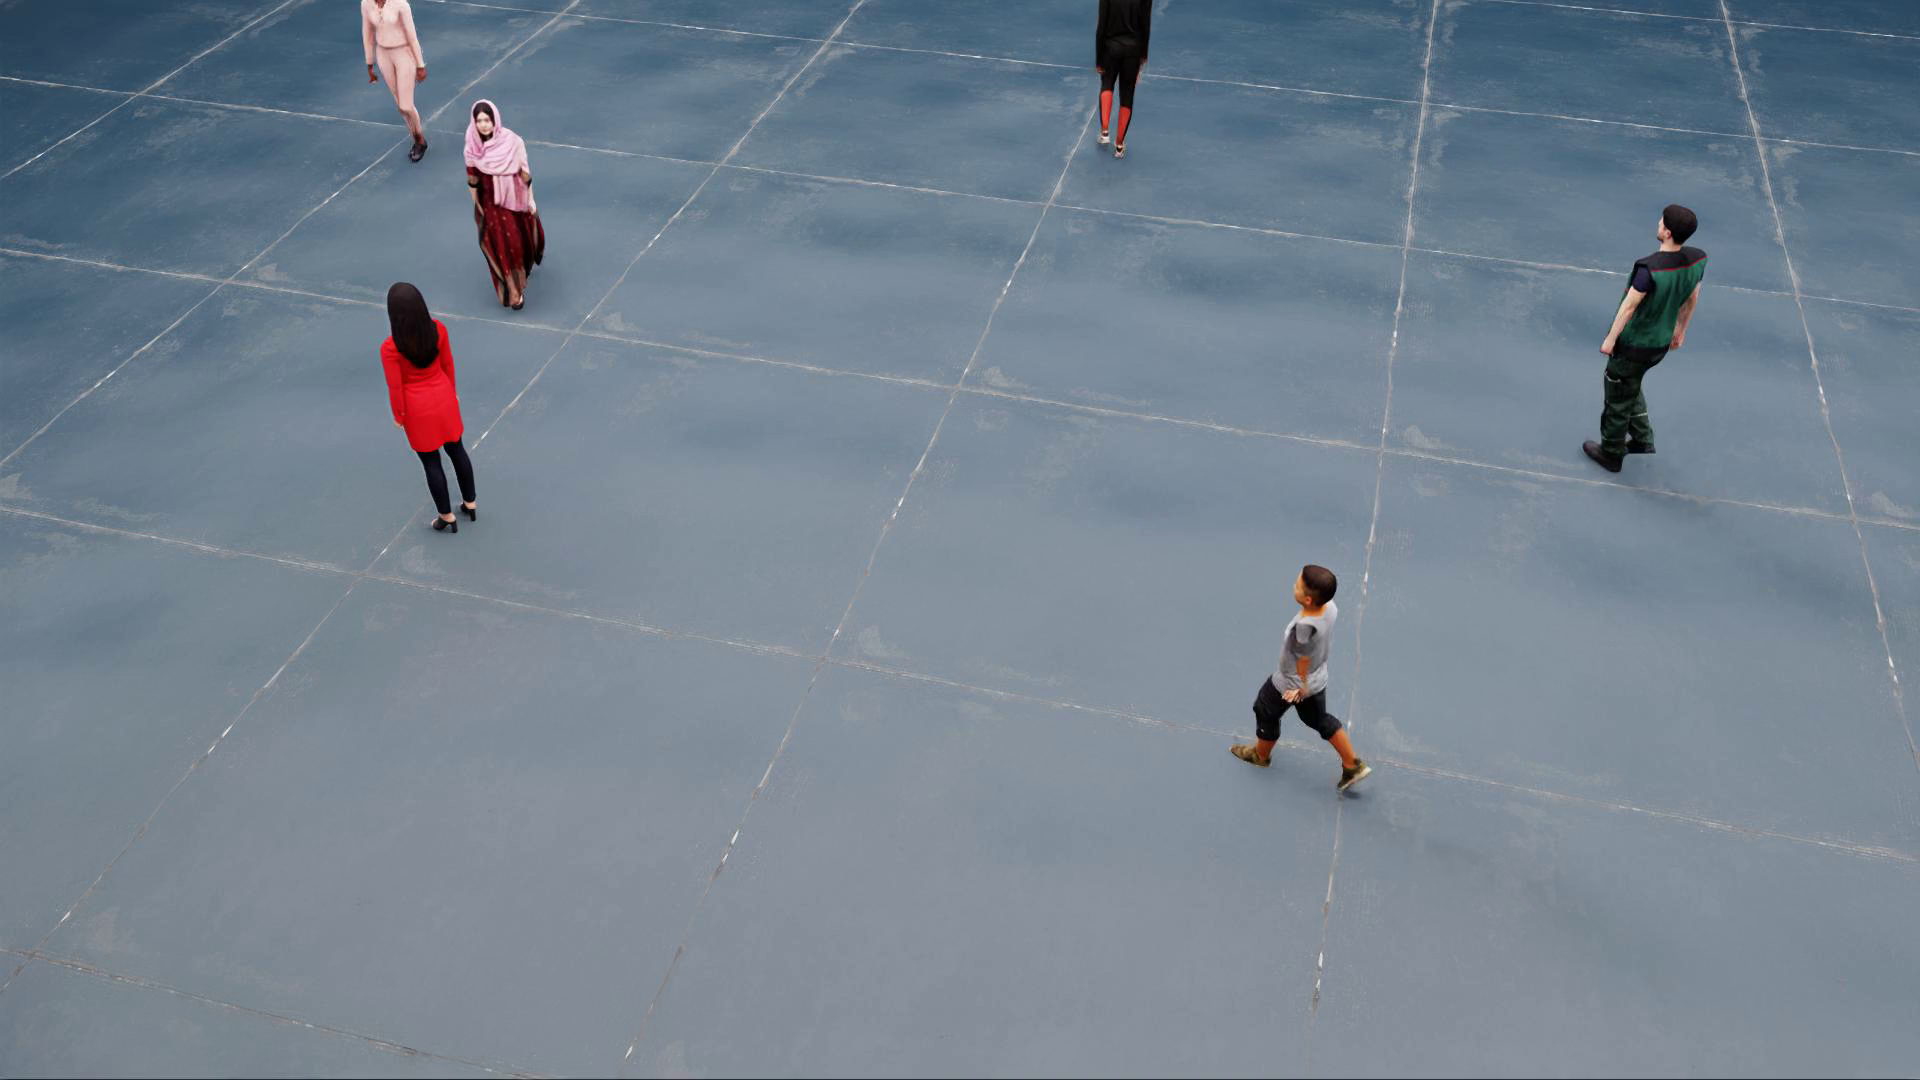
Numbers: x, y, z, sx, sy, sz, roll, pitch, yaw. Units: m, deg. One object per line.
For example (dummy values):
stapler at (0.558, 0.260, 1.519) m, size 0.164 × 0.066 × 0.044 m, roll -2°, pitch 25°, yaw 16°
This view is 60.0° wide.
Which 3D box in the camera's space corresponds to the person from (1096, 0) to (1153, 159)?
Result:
person at (1.410, -4.197, 14.466) m, size 0.666 × 1.793 × 0.701 m, roll 4°, pitch 38°, yaw 5°

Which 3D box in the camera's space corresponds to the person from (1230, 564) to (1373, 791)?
person at (1.818, 0.677, 8.527) m, size 0.873 × 1.434 × 0.996 m, roll 26°, pitch 45°, yaw 29°

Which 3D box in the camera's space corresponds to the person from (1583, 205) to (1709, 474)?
person at (4.404, -1.226, 10.591) m, size 0.847 × 1.888 × 0.911 m, roll -21°, pitch 43°, yaw -25°

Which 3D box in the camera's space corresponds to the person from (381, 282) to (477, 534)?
person at (-3.238, -0.801, 10.162) m, size 0.775 × 1.748 × 0.682 m, roll 28°, pitch 46°, yaw 31°

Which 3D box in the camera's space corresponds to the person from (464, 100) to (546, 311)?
person at (-3.423, -2.560, 12.513) m, size 0.869 × 1.621 × 0.973 m, roll -9°, pitch 39°, yaw -11°

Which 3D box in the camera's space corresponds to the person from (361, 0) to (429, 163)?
person at (-4.855, -4.172, 14.505) m, size 0.627 × 1.707 × 0.605 m, roll 9°, pitch 39°, yaw 12°
